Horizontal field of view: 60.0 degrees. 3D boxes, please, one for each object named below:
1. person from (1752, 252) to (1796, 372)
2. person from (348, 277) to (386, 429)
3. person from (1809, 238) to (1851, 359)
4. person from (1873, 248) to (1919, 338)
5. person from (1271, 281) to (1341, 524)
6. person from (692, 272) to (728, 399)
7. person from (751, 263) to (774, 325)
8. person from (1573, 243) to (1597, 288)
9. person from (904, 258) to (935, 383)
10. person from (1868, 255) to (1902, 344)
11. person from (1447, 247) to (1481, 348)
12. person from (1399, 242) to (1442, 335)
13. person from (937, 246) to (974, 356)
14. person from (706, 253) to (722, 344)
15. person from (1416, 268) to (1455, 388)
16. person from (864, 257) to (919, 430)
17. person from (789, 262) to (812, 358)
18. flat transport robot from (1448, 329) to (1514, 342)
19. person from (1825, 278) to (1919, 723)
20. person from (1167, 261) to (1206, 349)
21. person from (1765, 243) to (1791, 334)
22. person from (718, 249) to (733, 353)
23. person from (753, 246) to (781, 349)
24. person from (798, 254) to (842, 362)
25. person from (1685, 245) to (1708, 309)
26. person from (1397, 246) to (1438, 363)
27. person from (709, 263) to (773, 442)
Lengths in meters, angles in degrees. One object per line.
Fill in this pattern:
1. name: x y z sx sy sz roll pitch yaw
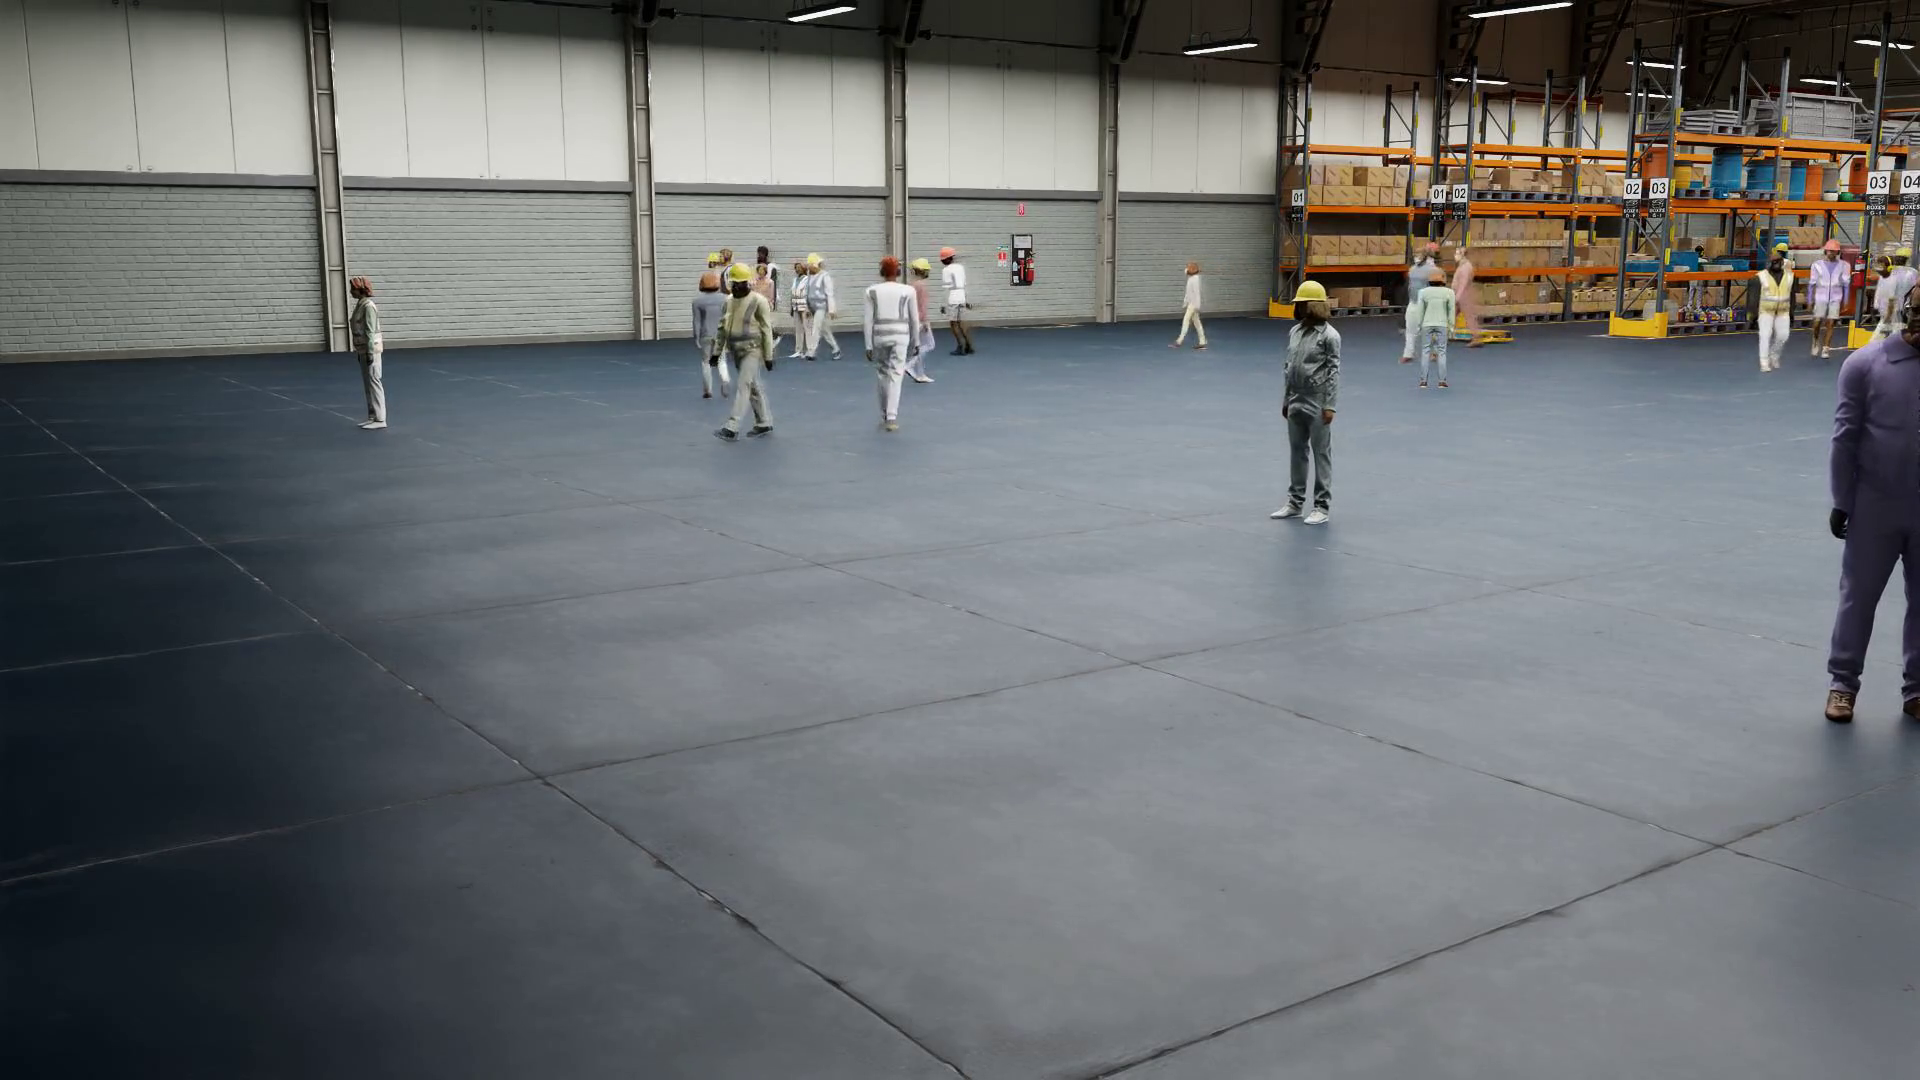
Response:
1. person: 12.403 -3.467 25.363 0.642 1.822 0.450 1 10 8
2. person: -6.370 -2.005 17.882 0.316 1.629 0.509 -7 12 -33
3. person: 14.653 -4.054 28.024 0.627 2.025 0.511 5 11 23
4. person: 15.560 -3.907 27.634 0.589 1.869 1.000 10 14 44
5. person: 2.507 -0.987 11.983 0.307 1.745 0.484 -7 12 -33
6. person: -3.123 -2.573 21.012 0.510 1.615 0.612 -3 11 -18
7. person: -3.366 -3.920 28.427 0.521 1.603 0.431 5 11 25
8. person: 16.282 -6.786 43.407 1.011 1.892 0.546 -8 13 -36
9. person: -0.562 -3.075 23.367 0.393 1.753 0.550 -3 11 -18
10. person: 13.155 -3.108 23.472 0.926 1.810 0.566 2 11 11
11. person: 9.280 -4.516 31.025 1.016 1.850 0.680 2 10 9
12. person: 9.606 -5.168 34.376 1.022 1.949 0.636 2 11 11
13. person: -0.120 -4.140 28.864 0.499 1.890 0.599 6 12 32
14. person: -4.650 -4.509 31.264 0.649 1.741 0.560 -2 10 -10
15. person: 6.504 -2.898 22.760 0.507 1.631 0.274 4 11 20
16. person: -0.730 -2.129 17.994 0.572 1.835 0.998 2 10 10
17. person: -2.685 -3.898 28.231 0.522 1.638 0.306 9 14 42
18. flat transport robot: 10.127 -4.042 32.769 0.652 0.197 1.431 -6 12 -30
19. person: 4.000 -0.155 6.988 0.643 1.905 0.400 3 11 18
20. person: 4.168 -4.304 30.554 0.811 1.592 0.520 -1 10 -4
21. person: 17.367 -5.335 35.315 0.362 1.928 0.587 -6 12 -32
22. person: -4.116 -4.245 29.564 0.344 1.845 0.506 -3 11 -14
23. person: -3.399 -4.234 29.375 0.589 1.900 0.490 9 14 42
24. person: -2.299 -3.844 27.564 0.898 1.787 0.612 -8 13 -36
25. person: 16.803 -5.778 37.901 0.321 1.871 0.532 -9 13 -39
26. person: 7.616 -3.852 27.288 0.879 1.912 0.649 -6 12 -29
27. person: -2.234 -1.897 16.837 0.617 1.778 0.917 10 14 43
